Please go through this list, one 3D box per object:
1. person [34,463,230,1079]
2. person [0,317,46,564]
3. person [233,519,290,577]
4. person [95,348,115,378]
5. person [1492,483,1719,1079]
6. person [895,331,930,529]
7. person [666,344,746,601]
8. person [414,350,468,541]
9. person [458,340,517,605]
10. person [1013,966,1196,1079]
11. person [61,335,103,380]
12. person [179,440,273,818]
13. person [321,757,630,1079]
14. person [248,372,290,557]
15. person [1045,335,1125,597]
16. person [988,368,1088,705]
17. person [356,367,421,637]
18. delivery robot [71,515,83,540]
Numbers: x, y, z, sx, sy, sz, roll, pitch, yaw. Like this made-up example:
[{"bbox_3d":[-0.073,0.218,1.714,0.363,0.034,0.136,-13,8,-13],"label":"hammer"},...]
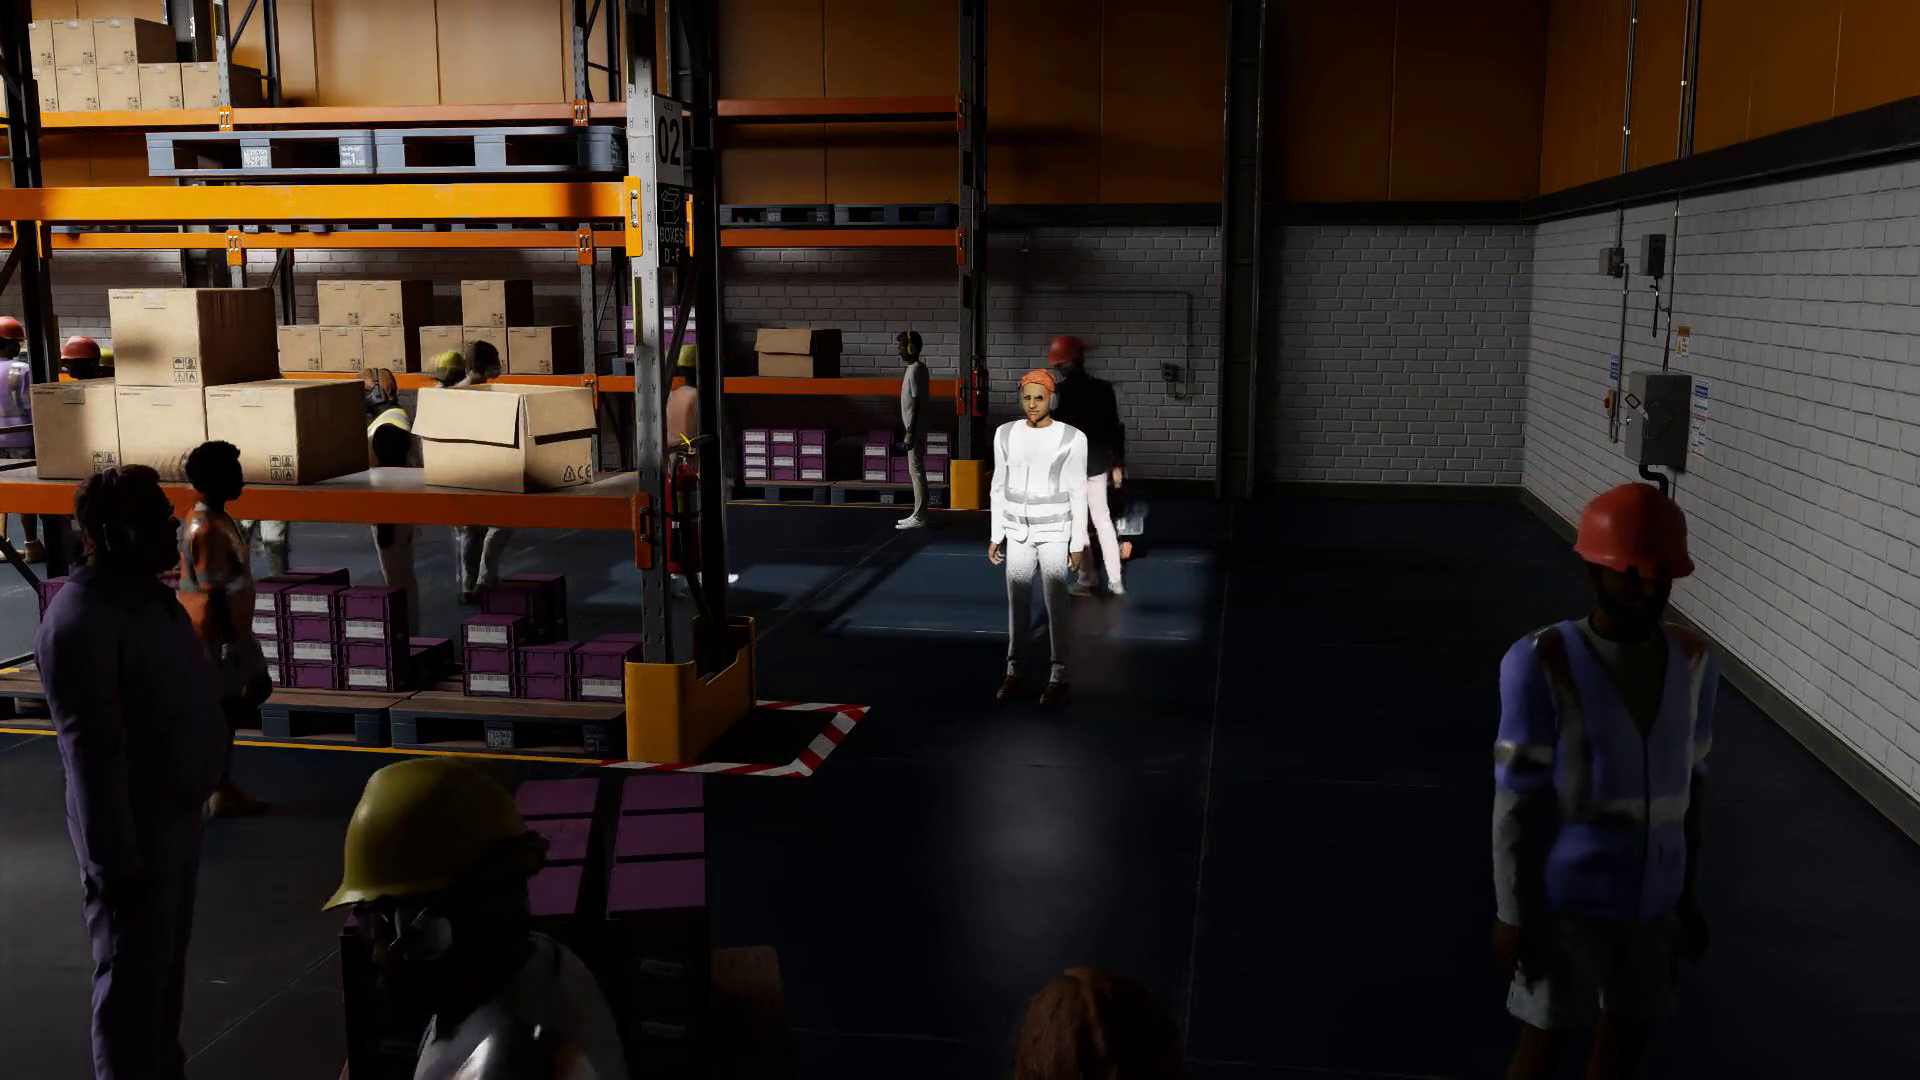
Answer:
[{"bbox_3d":[-2.150,0.751,4.425,0.409,1.913,0.647,-2,9,-13],"label":"person"},{"bbox_3d":[-7.814,-0.817,13.746,0.615,2.042,0.375,1,9,9],"label":"person"},{"bbox_3d":[-4.745,-0.292,11.203,0.603,1.815,0.525,-8,12,-42],"label":"person"},{"bbox_3d":[-7.355,-0.766,14.322,0.518,1.756,0.351,4,10,25],"label":"person"},{"bbox_3d":[1.522,0.823,3.906,0.551,1.935,0.379,-2,9,-12],"label":"person"},{"bbox_3d":[-0.446,-1.026,15.621,0.329,1.859,0.508,1,9,4],"label":"person"},{"bbox_3d":[-1.998,-0.510,12.375,0.606,1.884,0.999,6,11,33],"label":"person"},{"bbox_3d":[-4.583,-0.825,14.764,0.576,1.721,0.486,1,9,3],"label":"person"},{"bbox_3d":[-3.382,-0.471,11.970,0.545,1.921,0.660,-2,9,-11],"label":"person"},{"bbox_3d":[0.229,1.292,2.034,0.539,1.577,0.840,5,10,27],"label":"person"},{"bbox_3d":[-6.510,-0.558,12.468,0.356,1.938,0.545,-2,9,-11],"label":"person"},{"bbox_3d":[-3.230,0.397,7.318,0.374,1.679,0.546,-3,10,-20],"label":"person"},{"bbox_3d":[-0.563,1.168,2.285,0.823,1.779,0.611,-2,9,-12],"label":"person"},{"bbox_3d":[-5.953,-0.822,14.103,0.359,1.939,0.542,3,10,17],"label":"person"},{"bbox_3d":[0.900,-0.544,12.345,0.683,1.956,0.406,-5,10,-26],"label":"person"},{"bbox_3d":[0.439,-0.018,9.309,0.579,1.879,0.348,5,10,28],"label":"person"},{"bbox_3d":[-3.504,-0.136,10.178,0.429,1.837,0.621,-4,10,-21],"label":"person"},{"bbox_3d":[-7.192,-0.175,14.073,0.707,0.478,0.477,-4,10,-22],"label":"delivery robot"}]
